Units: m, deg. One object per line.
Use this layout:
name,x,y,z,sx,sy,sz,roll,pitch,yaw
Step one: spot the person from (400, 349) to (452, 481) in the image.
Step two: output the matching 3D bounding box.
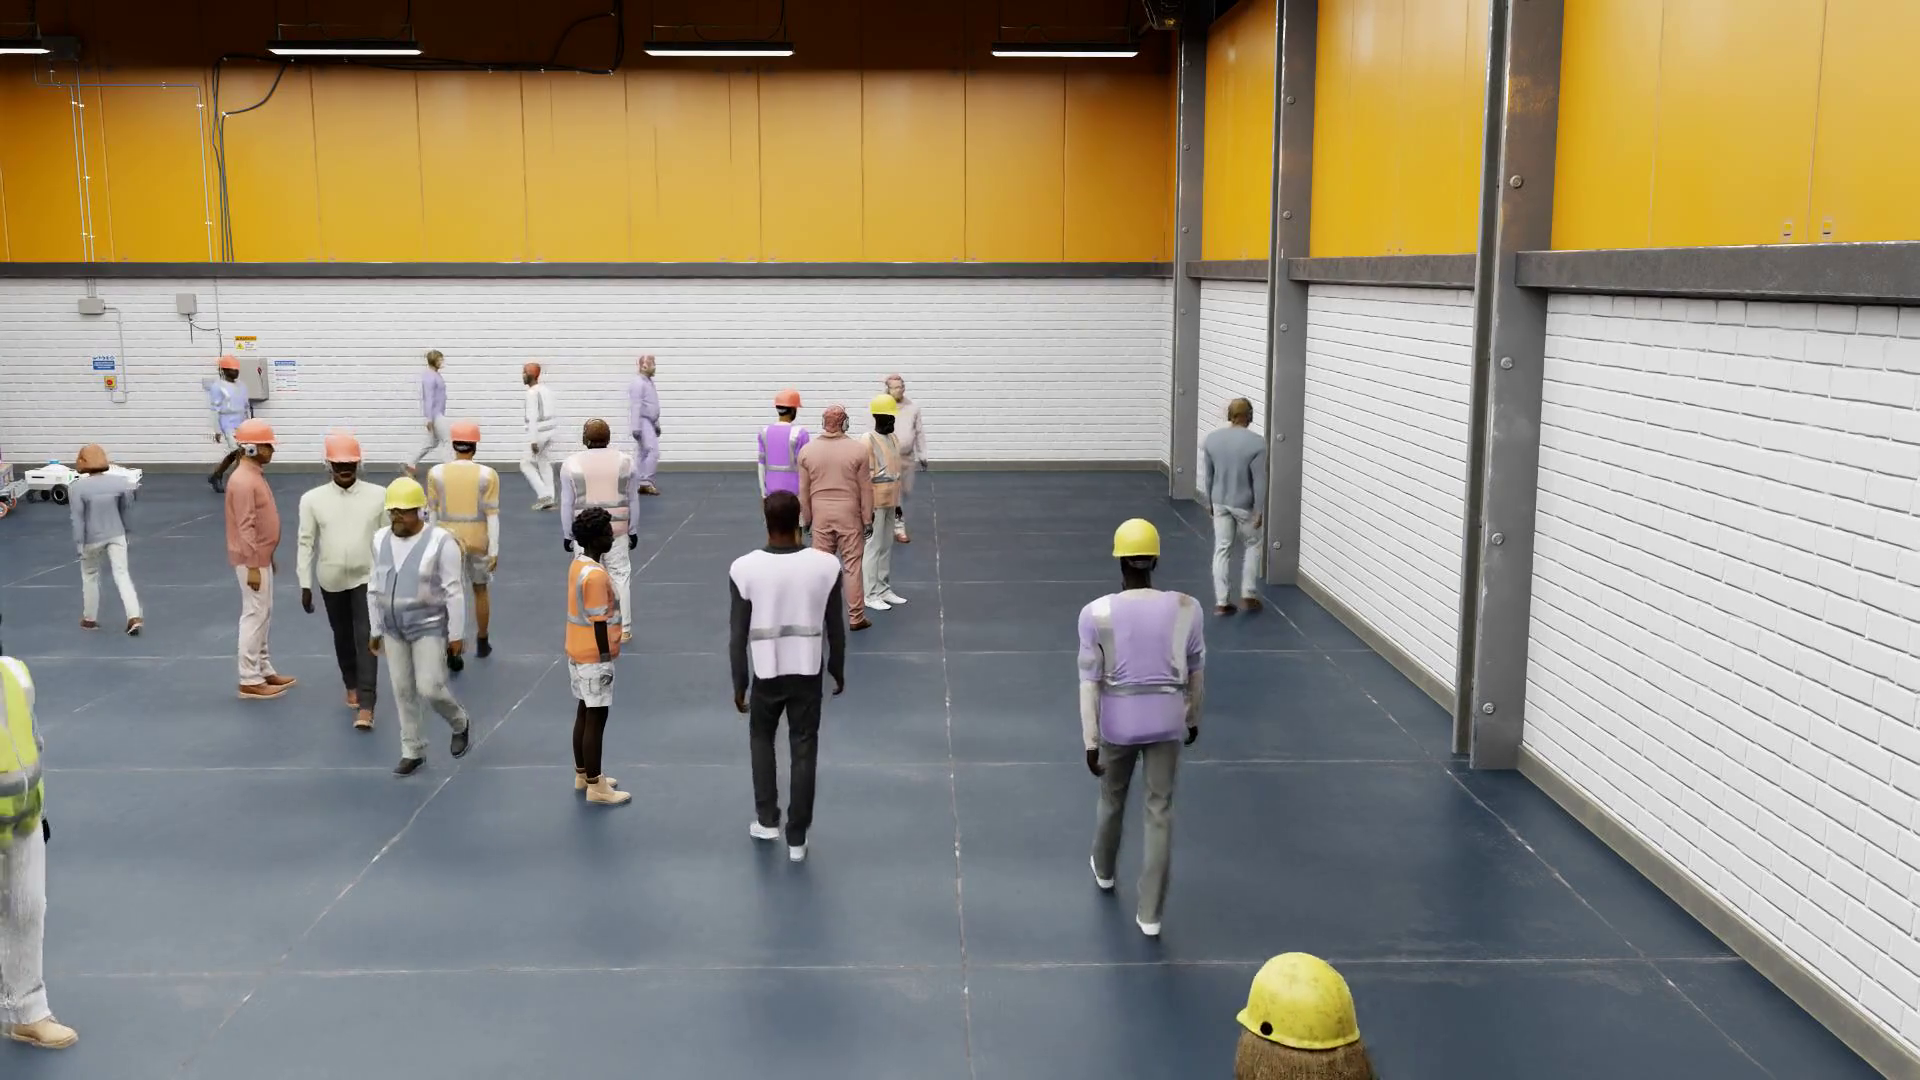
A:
person,-7.520,-1.759,23.624,0.891,1.914,0.637,-2,9,-9

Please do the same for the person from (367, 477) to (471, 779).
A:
person,-3.250,0.514,9.974,0.607,1.820,0.500,3,10,17

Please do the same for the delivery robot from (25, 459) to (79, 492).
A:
delivery robot,-11.753,-0.803,21.607,0.707,0.478,0.477,2,9,10

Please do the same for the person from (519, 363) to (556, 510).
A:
person,-5.286,-1.279,20.812,0.435,1.870,0.581,2,9,10

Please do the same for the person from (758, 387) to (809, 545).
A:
person,-1.610,-0.460,15.569,0.551,1.933,0.376,4,10,25

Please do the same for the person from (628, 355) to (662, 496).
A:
person,-4.175,-1.536,22.316,0.589,1.883,0.673,1,9,5

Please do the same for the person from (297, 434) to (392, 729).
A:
person,-4.109,0.252,11.184,0.639,1.942,1.052,-3,10,-17

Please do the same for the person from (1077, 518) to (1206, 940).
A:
person,0.831,0.832,7.783,0.601,1.890,0.908,0,9,0

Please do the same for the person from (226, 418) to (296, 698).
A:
person,-4.969,0.131,11.790,0.405,1.990,0.618,-3,10,-15

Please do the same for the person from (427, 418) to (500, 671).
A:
person,-3.785,0.027,12.694,0.549,1.908,0.883,-2,9,-10

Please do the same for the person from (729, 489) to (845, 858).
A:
person,-0.897,0.677,8.698,0.612,1.895,0.652,-2,9,-10

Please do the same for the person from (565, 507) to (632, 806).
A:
person,-2.073,0.653,9.469,0.316,1.695,0.541,-4,10,-24

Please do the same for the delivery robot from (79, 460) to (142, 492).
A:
delivery robot,-11.011,-0.798,21.575,0.707,0.478,0.477,-3,10,-18

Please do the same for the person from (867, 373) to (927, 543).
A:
person,-0.730,-0.943,18.718,0.648,1.879,0.844,-5,11,-30

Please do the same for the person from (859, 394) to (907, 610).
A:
person,-0.689,-0.346,14.890,0.366,1.926,0.593,4,10,24

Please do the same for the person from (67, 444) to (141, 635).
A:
person,-7.112,-0.007,13.836,0.837,1.596,0.501,8,12,42

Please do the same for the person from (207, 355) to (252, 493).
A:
person,-9.801,-1.542,22.323,0.940,1.904,0.550,3,10,20

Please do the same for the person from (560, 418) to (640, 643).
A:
person,-2.904,-0.067,13.438,0.630,1.846,0.429,-4,10,-21

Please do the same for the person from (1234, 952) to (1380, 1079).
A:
person,0.621,1.650,3.325,0.491,1.712,0.738,-9,13,-43

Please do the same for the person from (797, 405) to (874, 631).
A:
person,-1.025,-0.182,13.969,0.639,1.903,0.406,2,9,10

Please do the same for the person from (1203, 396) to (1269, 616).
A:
person,2.450,-0.304,14.634,0.645,1.917,0.642,6,11,32

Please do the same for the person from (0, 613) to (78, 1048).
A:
person,-3.812,1.098,6.377,0.598,1.827,0.632,2,9,12
